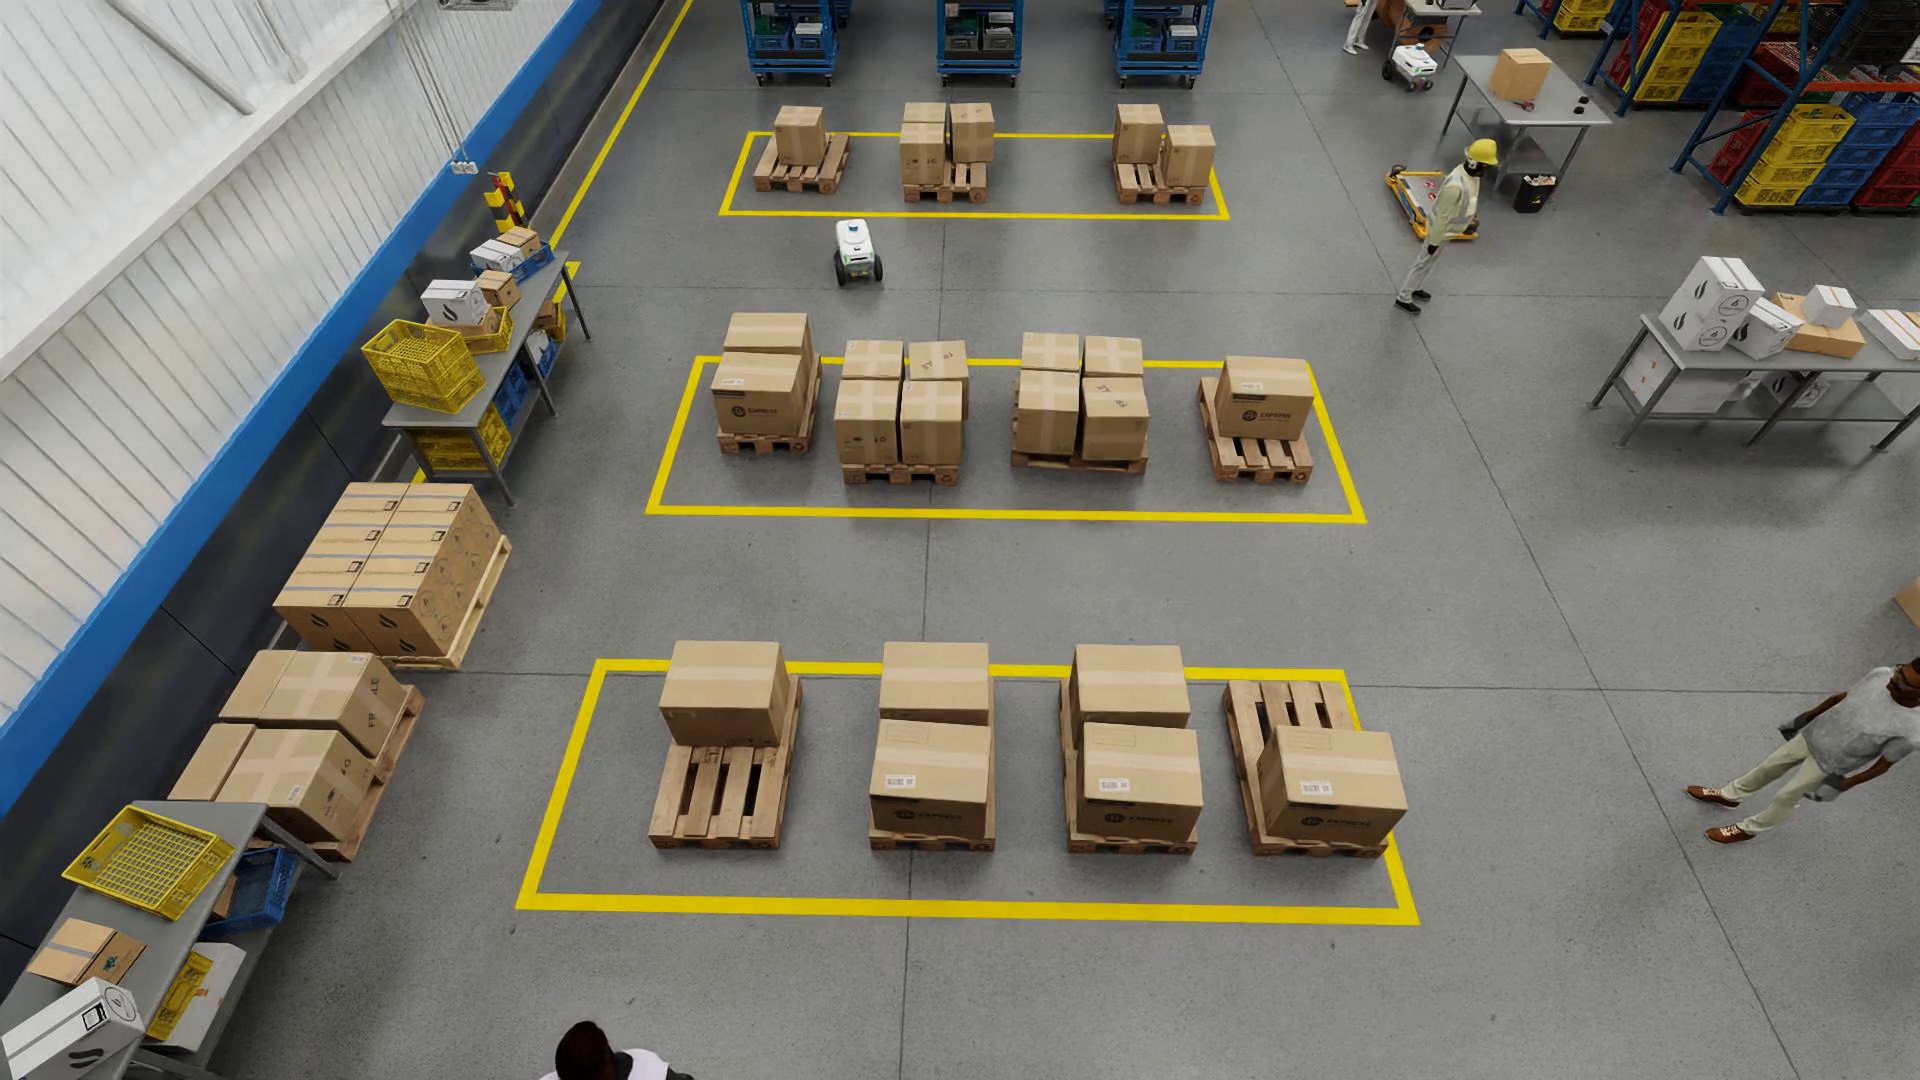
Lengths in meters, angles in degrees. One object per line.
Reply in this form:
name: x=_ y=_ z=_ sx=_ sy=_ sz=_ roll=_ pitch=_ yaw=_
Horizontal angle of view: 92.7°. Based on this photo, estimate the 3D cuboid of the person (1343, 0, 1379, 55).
person: x=6.164 y=-8.172 z=13.694 sx=0.518 sy=1.632 sz=0.311 roll=-34 pitch=57 yaw=-26

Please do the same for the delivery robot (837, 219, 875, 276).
delivery robot: x=-1.153 y=-3.258 z=10.089 sx=0.477 sy=0.478 sz=0.707 roll=-8 pitch=50 yaw=-7

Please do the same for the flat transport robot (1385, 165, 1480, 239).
flat transport robot: x=5.692 y=-4.094 z=11.059 sx=0.652 sy=0.197 sz=1.431 roll=1 pitch=49 yaw=1

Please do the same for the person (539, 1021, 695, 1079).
person: x=-1.458 y=2.594 z=4.190 sx=0.592 sy=1.916 sz=0.392 roll=-6 pitch=49 yaw=-6

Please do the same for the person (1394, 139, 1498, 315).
person: x=4.877 y=-3.124 z=9.205 sx=0.415 sy=1.819 sz=0.602 roll=31 pitch=56 yaw=24

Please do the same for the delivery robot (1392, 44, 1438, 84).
delivery robot: x=6.568 y=-6.900 z=13.241 sx=0.477 sy=0.478 sz=0.707 roll=-8 pitch=50 yaw=-7

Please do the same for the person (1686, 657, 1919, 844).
person: x=5.047 y=1.247 z=5.386 sx=0.321 sy=1.871 sz=0.532 roll=6 pitch=49 yaw=5
